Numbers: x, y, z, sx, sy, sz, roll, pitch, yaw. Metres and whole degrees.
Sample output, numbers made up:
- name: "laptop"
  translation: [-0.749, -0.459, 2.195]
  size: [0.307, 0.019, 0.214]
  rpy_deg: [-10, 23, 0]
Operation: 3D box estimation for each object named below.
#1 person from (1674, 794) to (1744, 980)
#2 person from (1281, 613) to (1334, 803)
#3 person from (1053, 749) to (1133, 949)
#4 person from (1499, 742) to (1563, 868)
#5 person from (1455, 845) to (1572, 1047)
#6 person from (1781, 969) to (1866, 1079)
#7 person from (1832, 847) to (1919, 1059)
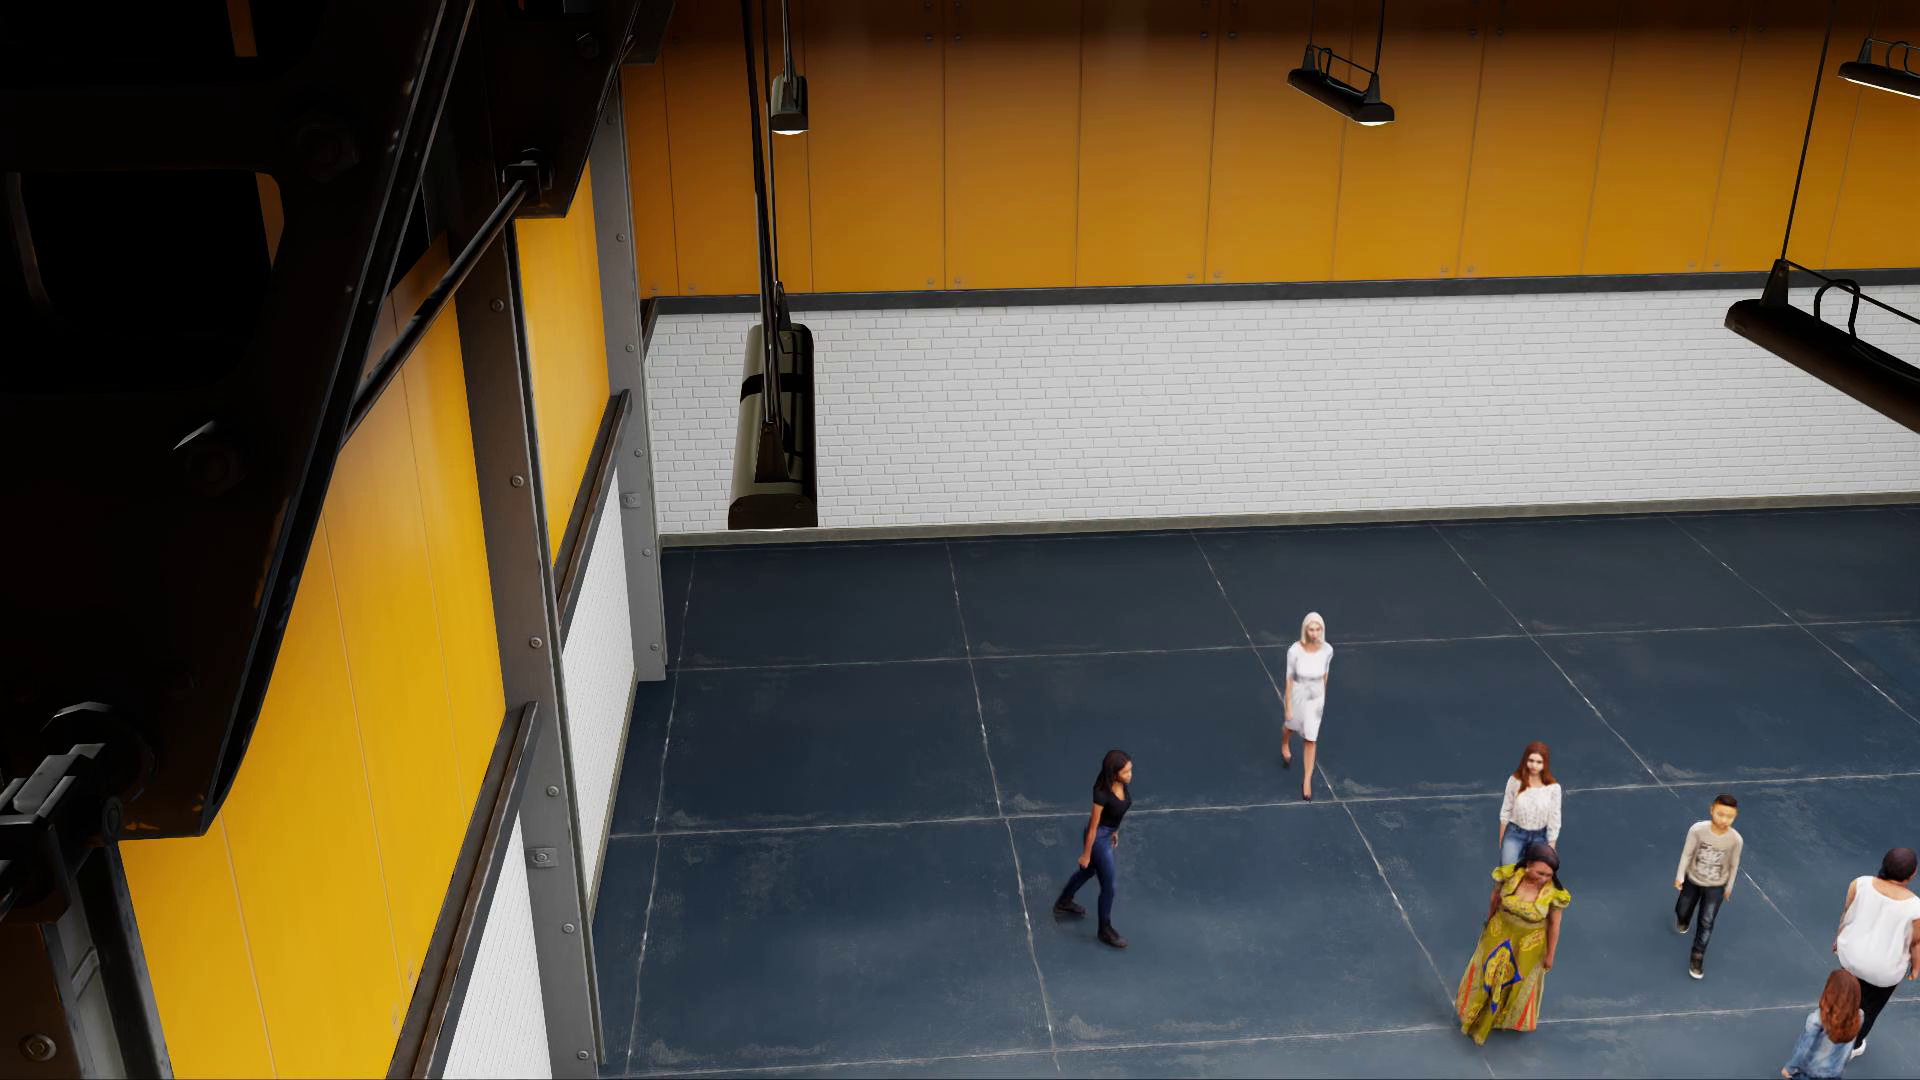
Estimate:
- name: "person"
  translation: [5.586, 2.524, 12.466]
  size: [0.795, 1.450, 0.932]
  rpy_deg: [10, 26, 23]
- name: "person"
  translation: [3.025, 1.385, 14.755]
  size: [0.586, 1.704, 1.092]
  rpy_deg: [-1, 24, -3]
- name: "person"
  translation: [1.012, 2.299, 12.675]
  size: [0.916, 1.695, 0.945]
  rpy_deg: [10, 25, 21]
- name: "person"
  translation: [4.355, 2.272, 12.755]
  size: [0.880, 1.680, 1.189]
  rpy_deg: [7, 25, 16]
- name: "person"
  translation: [3.904, 2.770, 11.685]
  size: [1.061, 1.625, 1.148]
  rpy_deg: [17, 29, 33]
- name: "person"
  translation: [5.460, 3.354, 10.538]
  size: [0.599, 1.474, 0.557]
  rpy_deg: [-7, 25, -15]
- name: "person"
  translation: [6.240, 2.857, 11.419]
  size: [0.877, 1.680, 0.794]
  rpy_deg: [-17, 29, -34]
